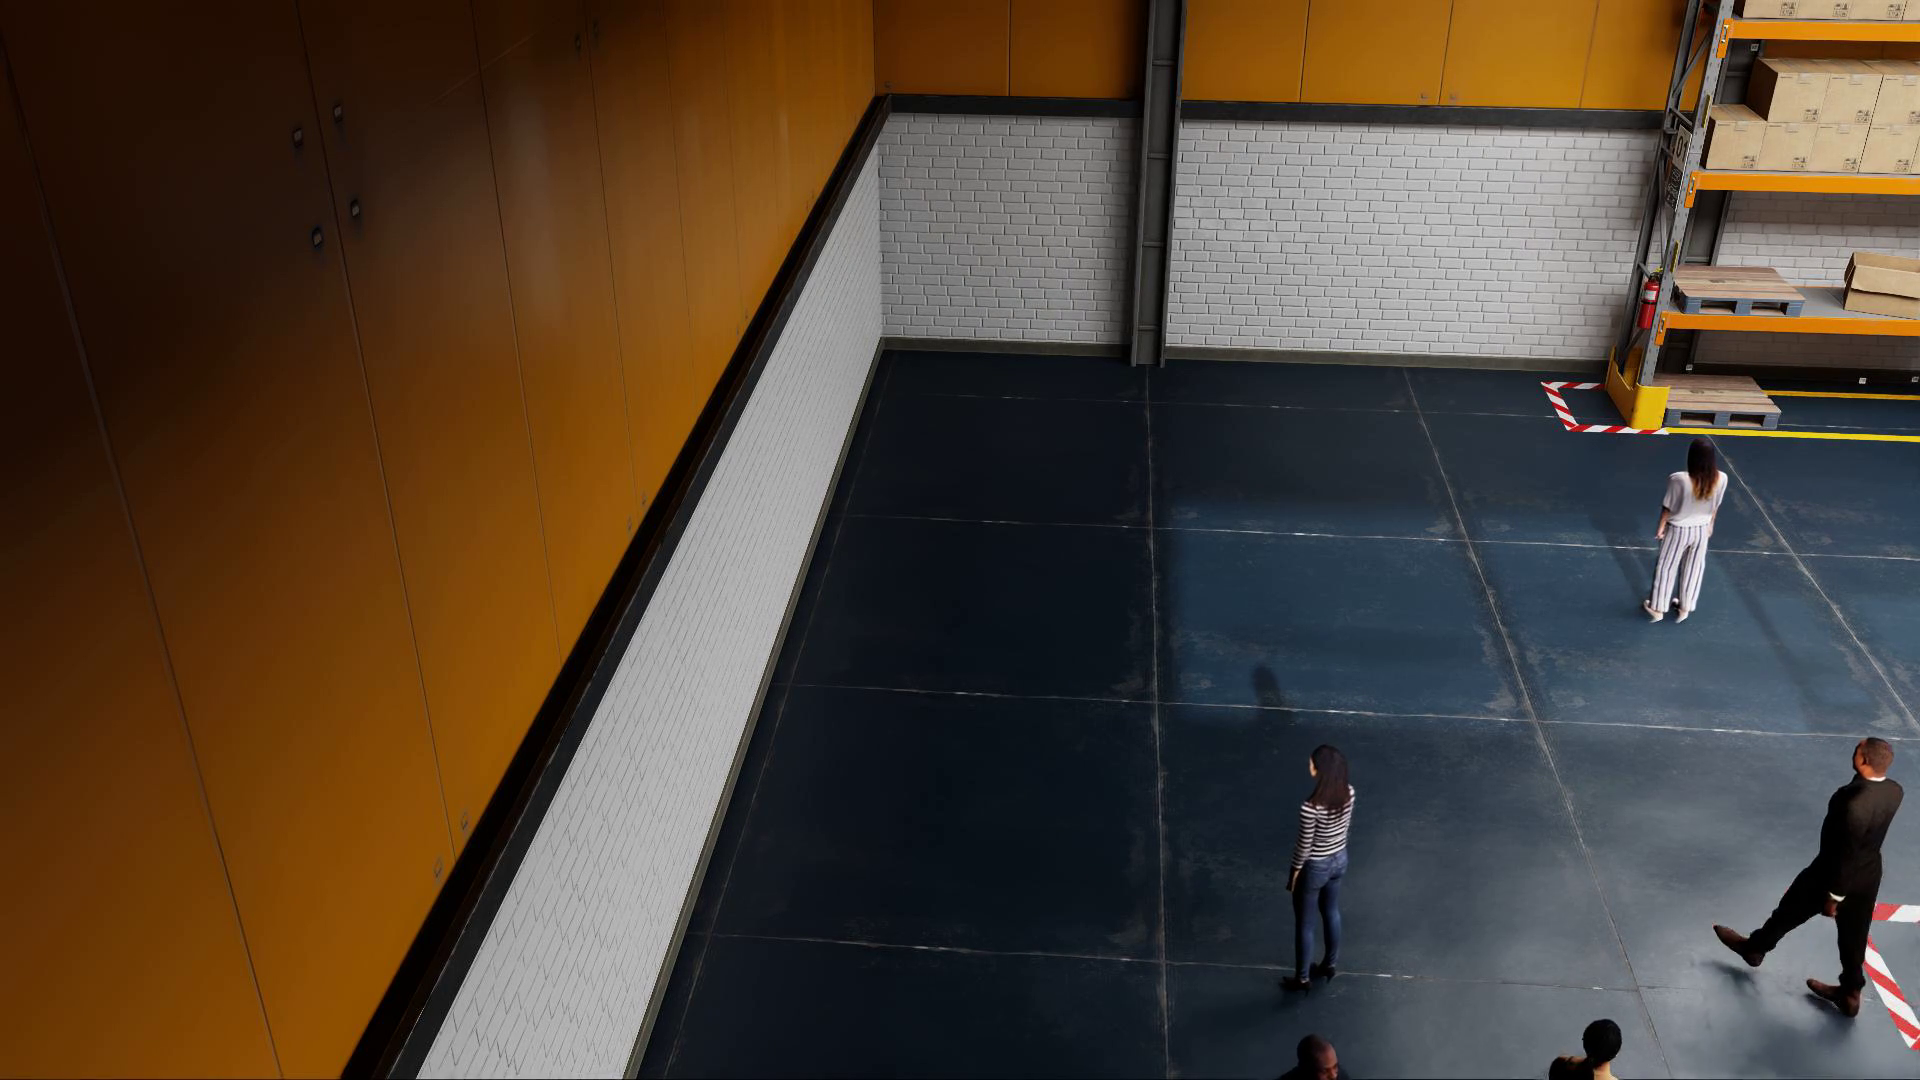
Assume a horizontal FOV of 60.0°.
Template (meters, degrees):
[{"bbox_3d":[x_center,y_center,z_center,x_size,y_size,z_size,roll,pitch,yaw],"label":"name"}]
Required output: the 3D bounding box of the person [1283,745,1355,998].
[{"bbox_3d":[2.219,2.039,10.234,0.652,1.790,0.729,-18,33,-29],"label":"person"}]

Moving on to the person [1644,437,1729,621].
[{"bbox_3d":[6.242,-0.100,14.271,0.564,1.679,0.741,0,29,0],"label":"person"}]

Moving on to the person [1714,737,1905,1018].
[{"bbox_3d":[5.444,2.087,10.069,1.198,1.864,1.207,-19,34,-31],"label":"person"}]

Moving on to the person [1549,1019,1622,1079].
[{"bbox_3d":[3.034,3.126,8.316,0.833,1.718,0.779,-25,37,-37],"label":"person"}]

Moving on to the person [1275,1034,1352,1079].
[{"bbox_3d":[1.594,3.110,8.287,1.225,1.775,1.142,-13,31,-23],"label":"person"}]
